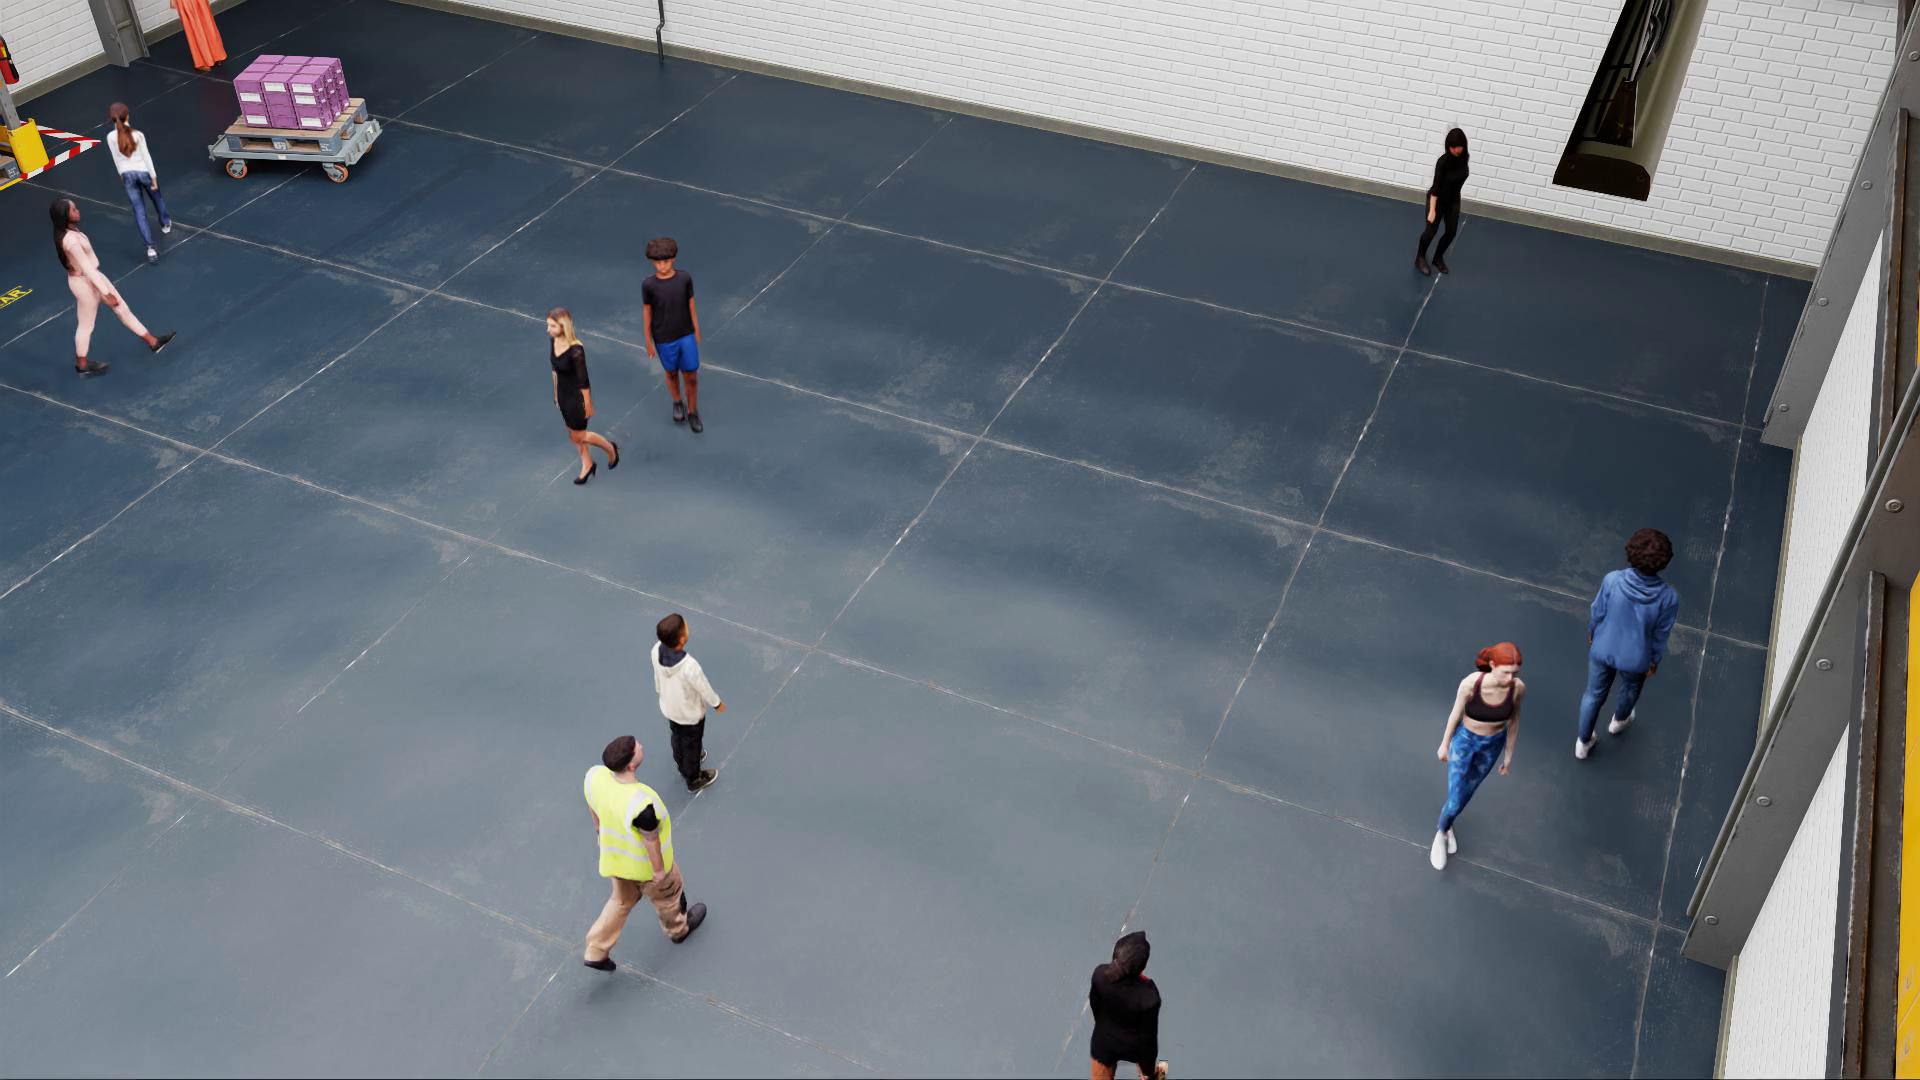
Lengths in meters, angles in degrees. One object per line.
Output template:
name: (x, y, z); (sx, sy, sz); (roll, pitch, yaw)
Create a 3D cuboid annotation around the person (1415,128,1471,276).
person: (4.695, -3.327, 16.237); (0.759, 1.608, 0.820); (-21, 43, -24)

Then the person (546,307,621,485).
person: (-3.057, -1.182, 13.505); (0.766, 1.665, 0.690); (-29, 47, -31)

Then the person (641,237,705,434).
person: (-2.458, -1.811, 14.200); (0.855, 1.781, 0.929); (-9, 39, -11)

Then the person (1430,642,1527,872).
person: (3.193, 1.254, 10.370); (0.707, 1.771, 0.775); (0, 39, 0)

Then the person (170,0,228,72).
person: (-9.369, -6.614, 20.195); (0.698, 1.805, 0.535); (20, 43, 23)

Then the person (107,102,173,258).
person: (-8.231, -3.574, 16.618); (1.021, 1.517, 1.051); (-14, 41, -17)

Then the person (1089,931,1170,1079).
person: (0.814, 2.696, 8.691); (0.648, 1.613, 0.943); (20, 43, 24)

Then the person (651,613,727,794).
person: (-1.830, 1.105, 10.817); (0.670, 1.446, 0.680); (29, 47, 31)

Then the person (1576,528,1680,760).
person: (4.351, 0.756, 10.984); (0.759, 1.782, 0.911); (23, 44, 26)

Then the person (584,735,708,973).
person: (-1.905, 1.837, 9.596); (0.842, 1.825, 1.141); (25, 45, 28)

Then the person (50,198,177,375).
person: (-7.826, -2.201, 14.775); (1.218, 1.673, 1.086); (-18, 42, -21)
